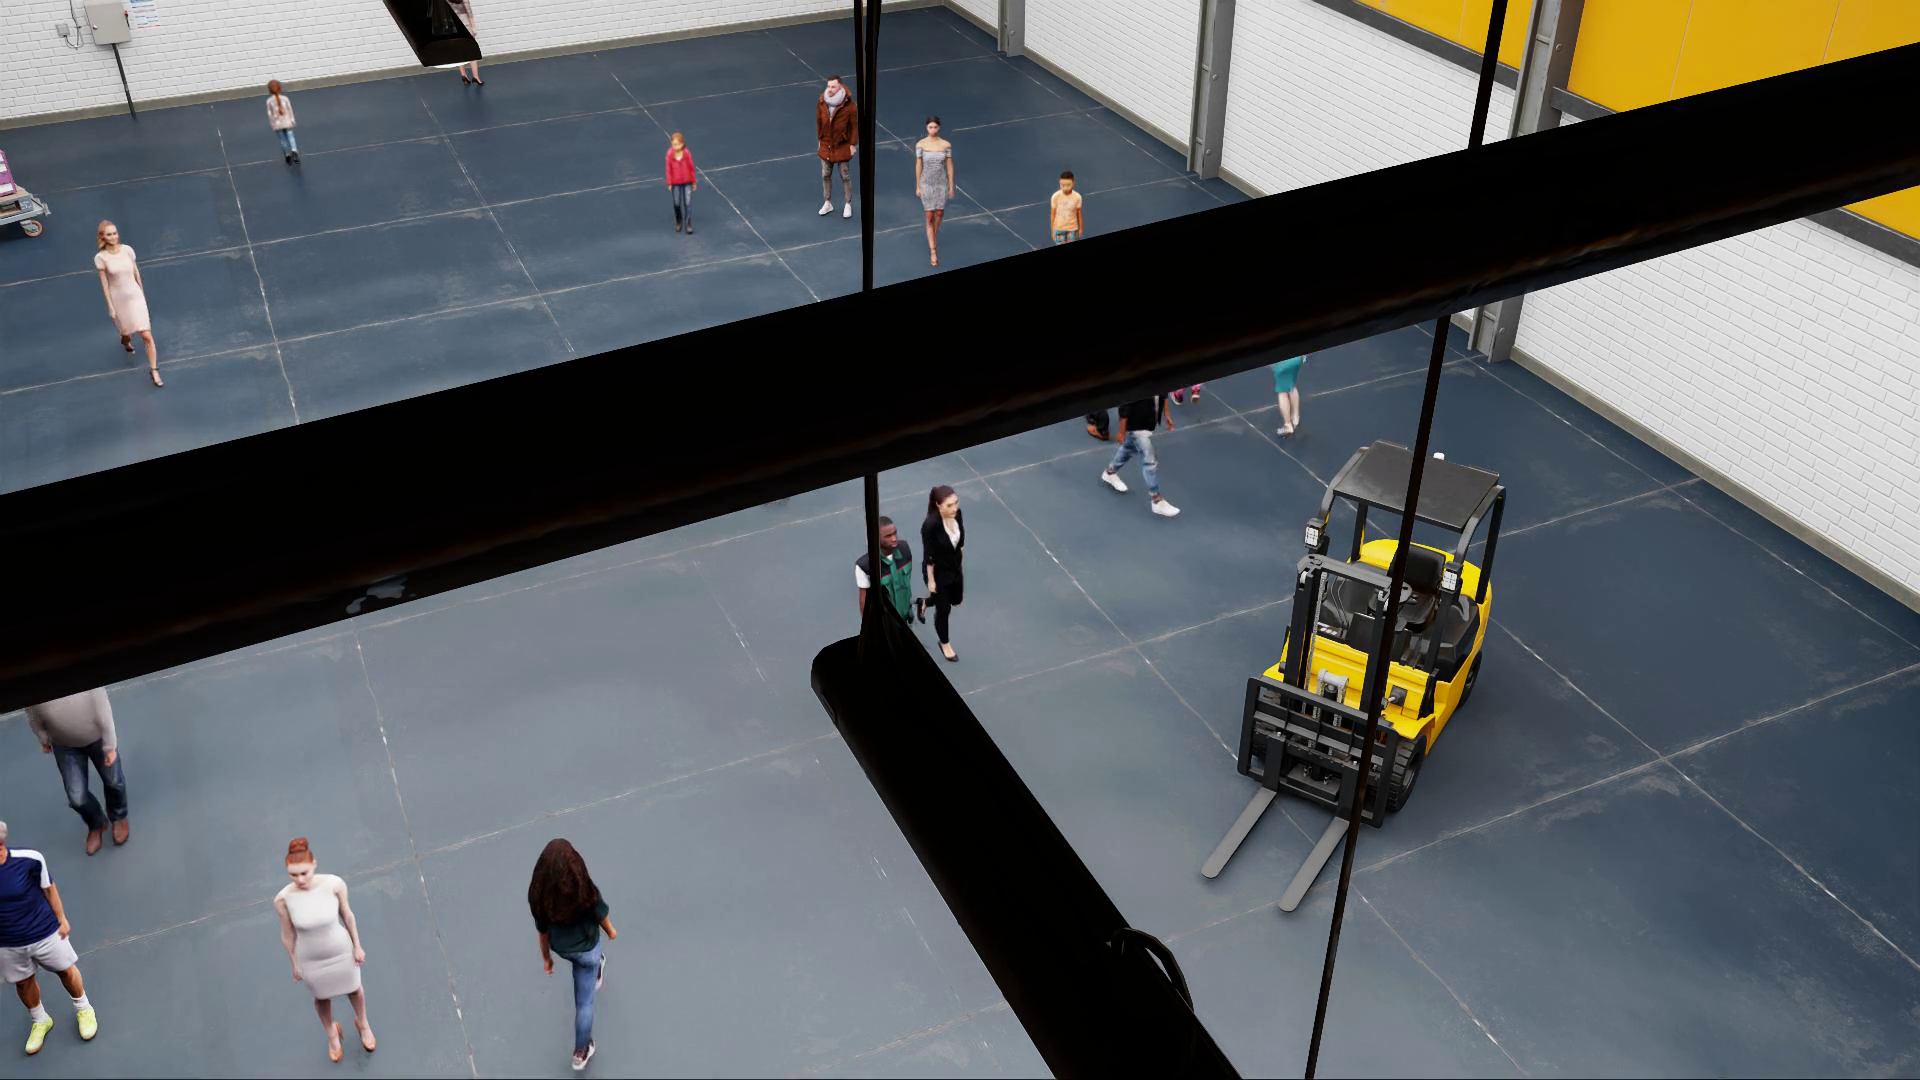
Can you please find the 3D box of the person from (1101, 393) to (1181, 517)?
[{"bbox_3d":[1.628,-1.140,15.561,1.304,1.766,1.060,25,41,32],"label":"person"}]

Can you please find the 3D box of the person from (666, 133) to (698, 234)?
[{"bbox_3d":[-3.531,-4.552,21.106,0.551,1.309,0.554,-8,34,-12],"label":"person"}]

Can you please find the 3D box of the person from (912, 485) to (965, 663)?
[{"bbox_3d":[-0.196,0.228,13.616,0.932,1.640,0.784,27,42,35],"label":"person"}]

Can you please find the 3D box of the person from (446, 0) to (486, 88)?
[{"bbox_3d":[-7.705,-7.921,25.782,0.658,1.745,0.725,12,36,18],"label":"person"}]

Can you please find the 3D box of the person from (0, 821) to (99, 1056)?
[{"bbox_3d":[-5.738,2.380,10.206,0.653,1.831,0.580,-11,35,-16],"label":"person"}]

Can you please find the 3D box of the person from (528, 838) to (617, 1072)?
[{"bbox_3d":[-2.361,2.557,10.176,0.966,1.571,1.176,3,34,5],"label":"person"}]

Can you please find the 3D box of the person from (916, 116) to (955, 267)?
[{"bbox_3d":[-0.312,-4.310,20.313,0.850,1.786,1.139,-3,34,-4],"label":"person"}]

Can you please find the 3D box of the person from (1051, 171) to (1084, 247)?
[{"bbox_3d":[1.260,-3.698,19.694,0.645,1.451,0.695,5,34,7],"label":"person"}]

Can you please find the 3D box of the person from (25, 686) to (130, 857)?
[{"bbox_3d":[-6.167,1.346,11.719,0.731,1.879,0.715,-10,35,-14],"label":"person"}]

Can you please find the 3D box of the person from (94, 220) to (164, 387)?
[{"bbox_3d":[-8.849,-2.524,17.603,0.770,1.810,1.081,-27,42,-34],"label":"person"}]

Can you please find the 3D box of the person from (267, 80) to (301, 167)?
[{"bbox_3d":[-9.381,-5.758,23.030,0.496,1.188,0.551,-17,37,-23],"label":"person"}]

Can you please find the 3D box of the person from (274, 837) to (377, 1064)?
[{"bbox_3d":[-3.829,2.495,10.068,0.579,1.792,0.497,-13,36,-18],"label":"person"}]

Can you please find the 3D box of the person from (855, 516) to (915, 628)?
[{"bbox_3d":[-0.576,0.599,12.877,0.740,1.839,0.765,28,43,35],"label":"person"}]

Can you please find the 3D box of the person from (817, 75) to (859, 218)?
[{"bbox_3d":[-1.599,-5.082,21.426,0.853,1.839,0.904,9,35,13],"label":"person"}]
